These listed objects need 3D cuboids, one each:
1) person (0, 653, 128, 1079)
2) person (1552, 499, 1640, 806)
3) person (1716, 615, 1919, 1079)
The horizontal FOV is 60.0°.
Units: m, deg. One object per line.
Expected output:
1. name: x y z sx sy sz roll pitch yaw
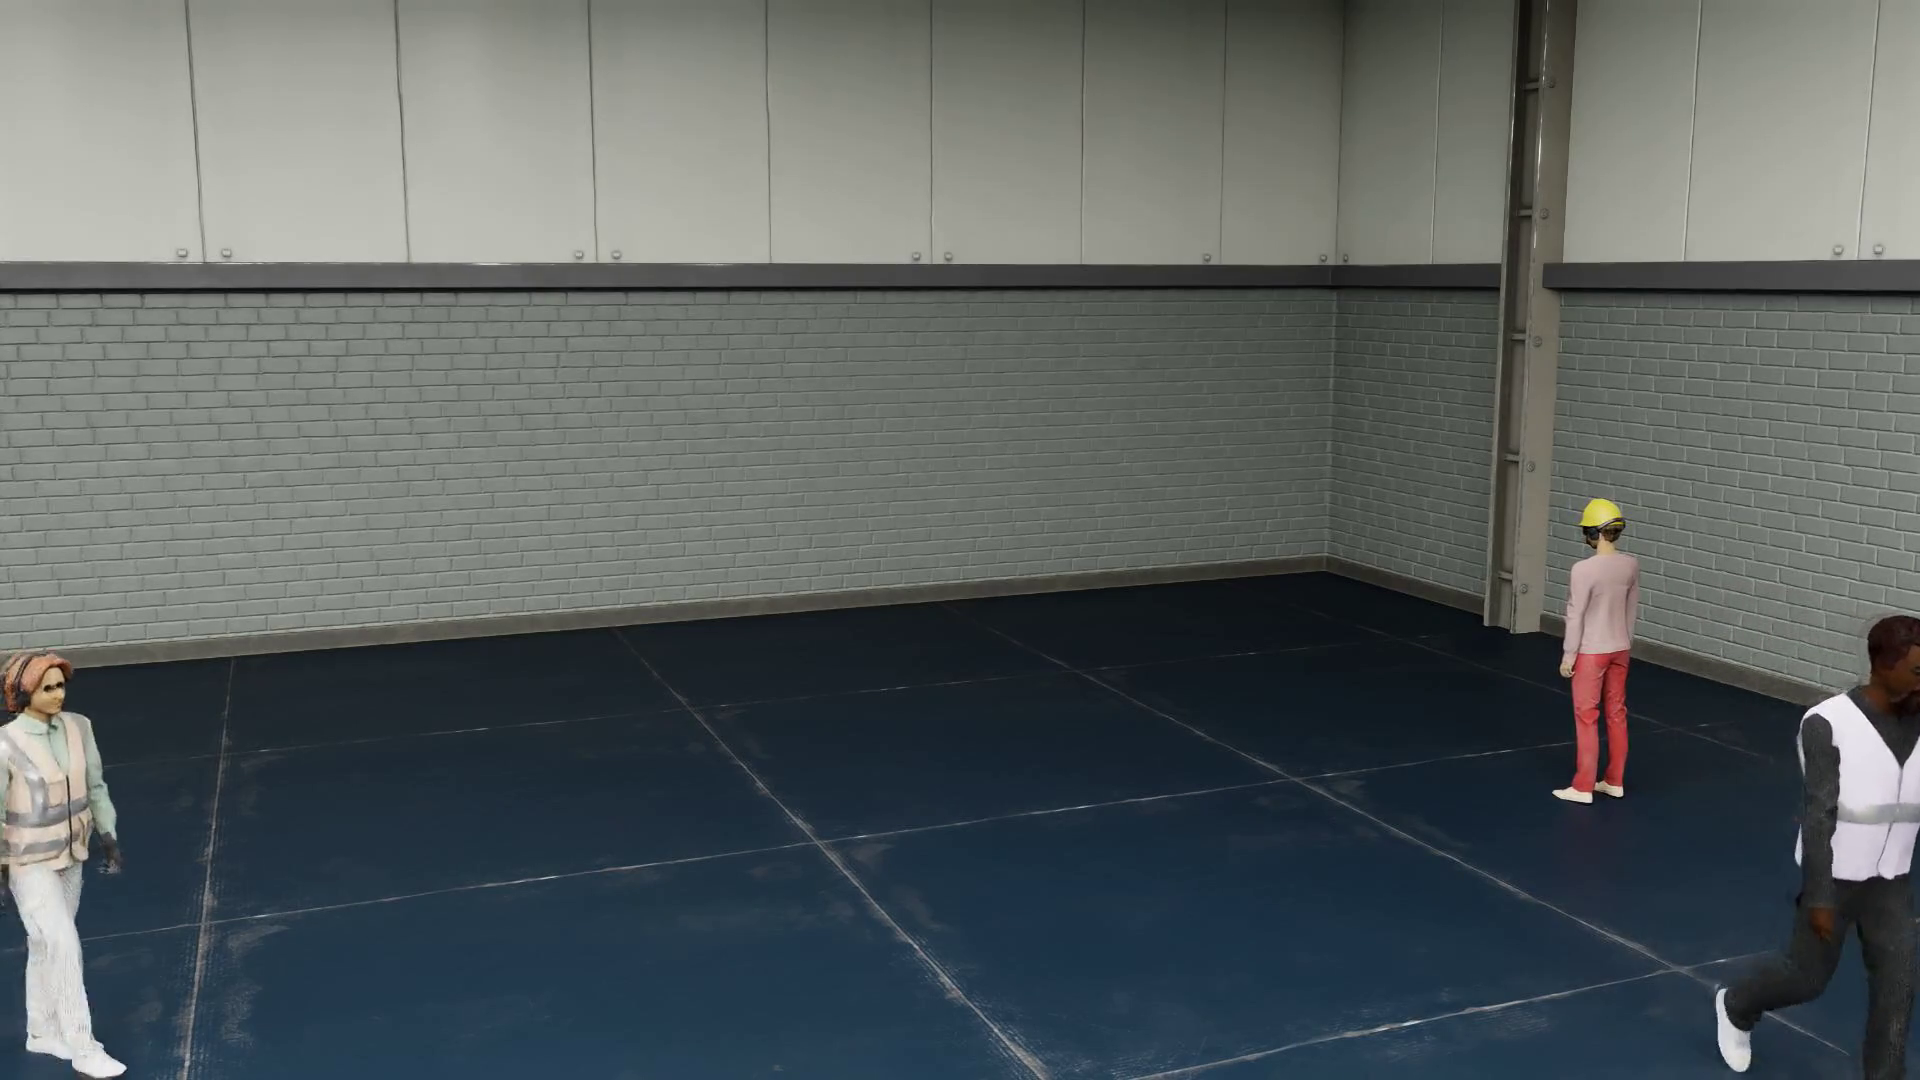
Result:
1. person: -3.352 1.229 6.293 0.674 1.614 0.540 2 9 12
2. person: 3.664 0.641 9.581 0.525 1.761 0.332 -5 10 -28
3. person: 3.128 1.165 5.912 0.603 1.888 0.867 -2 9 -15
